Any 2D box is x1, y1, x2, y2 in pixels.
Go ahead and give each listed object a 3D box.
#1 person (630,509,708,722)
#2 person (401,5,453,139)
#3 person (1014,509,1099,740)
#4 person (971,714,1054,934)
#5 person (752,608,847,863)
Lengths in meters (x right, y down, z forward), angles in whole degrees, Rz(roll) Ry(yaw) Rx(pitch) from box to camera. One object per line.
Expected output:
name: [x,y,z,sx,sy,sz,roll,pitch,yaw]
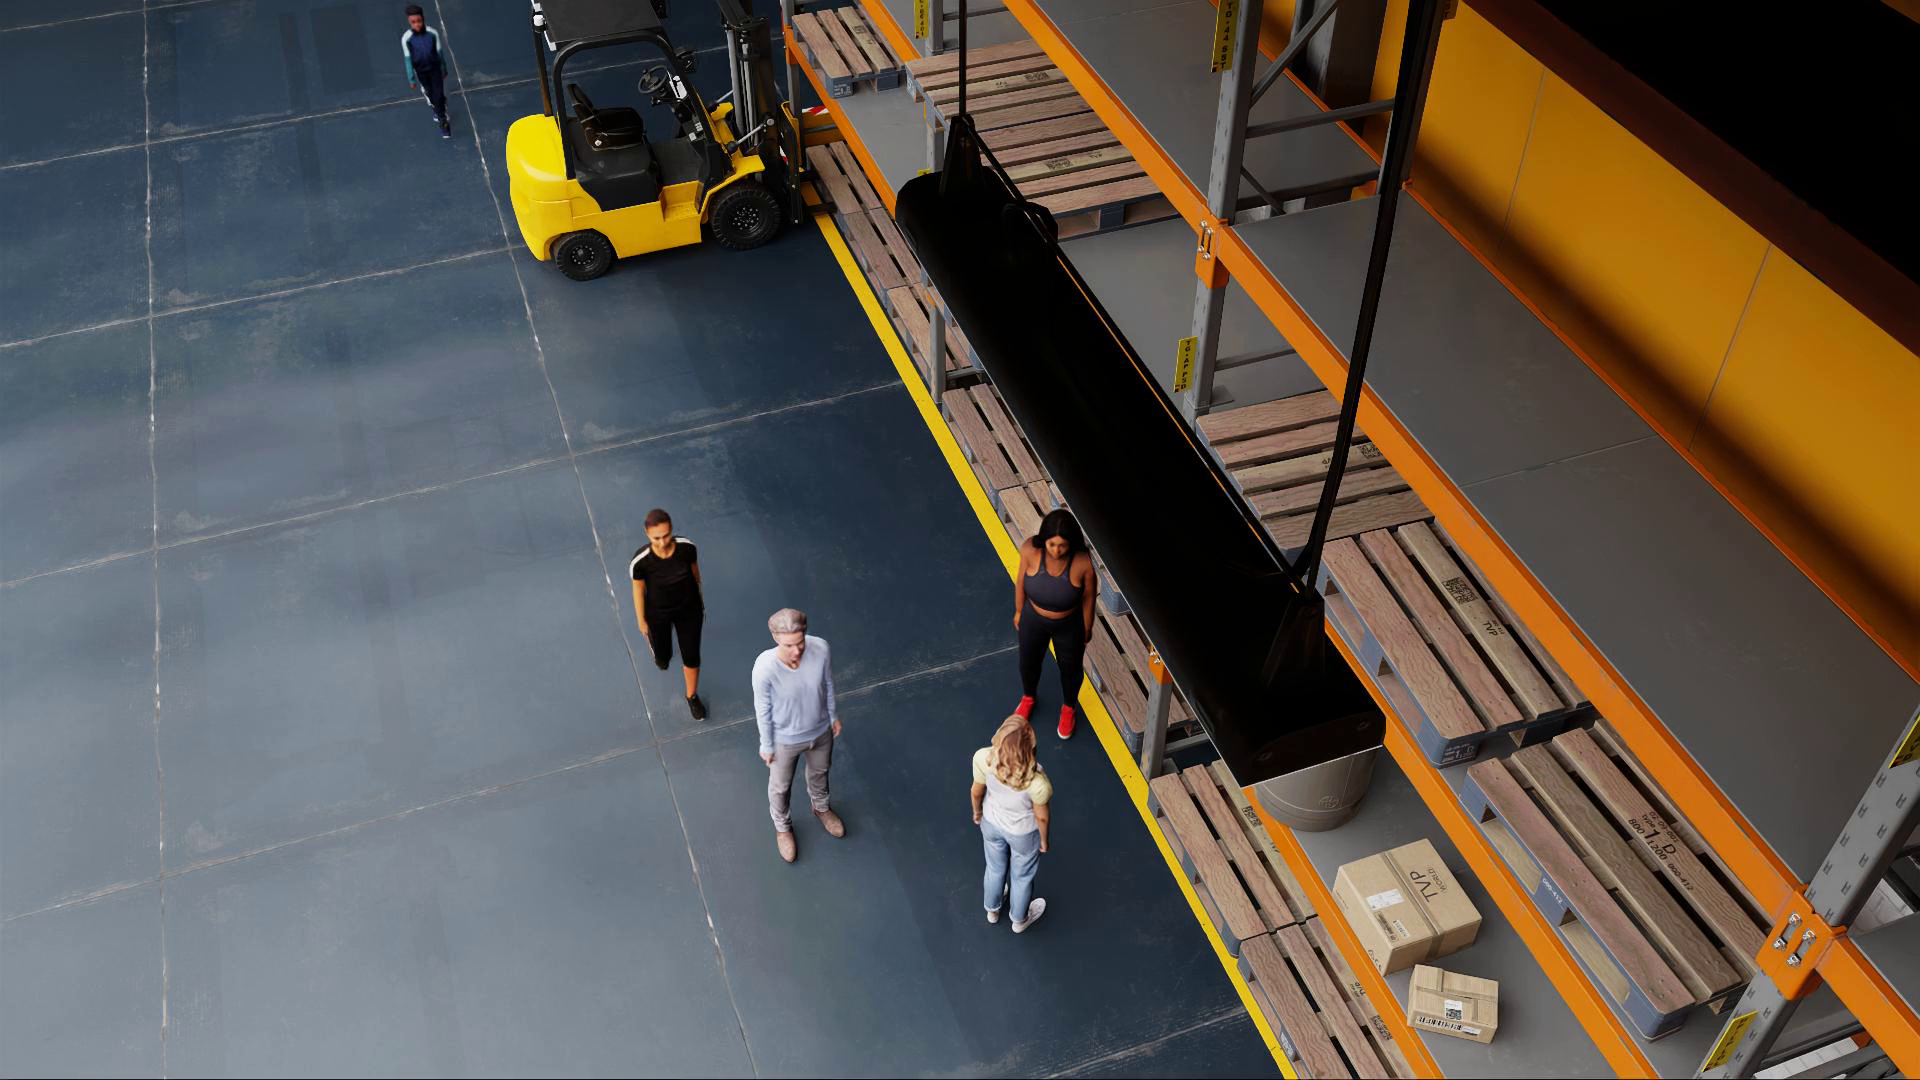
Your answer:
person: [-1.821,0.385,10.416,0.626,1.652,0.891,-20,47,-20]
person: [-5.088,-4.520,15.874,0.523,1.226,0.880,-13,45,-14]
person: [0.580,0.478,10.200,0.773,1.815,0.812,12,45,13]
person: [0.284,1.565,9.126,0.698,1.722,0.767,19,47,19]
person: [-0.929,1.078,9.514,0.709,1.893,0.638,-22,48,-22]
